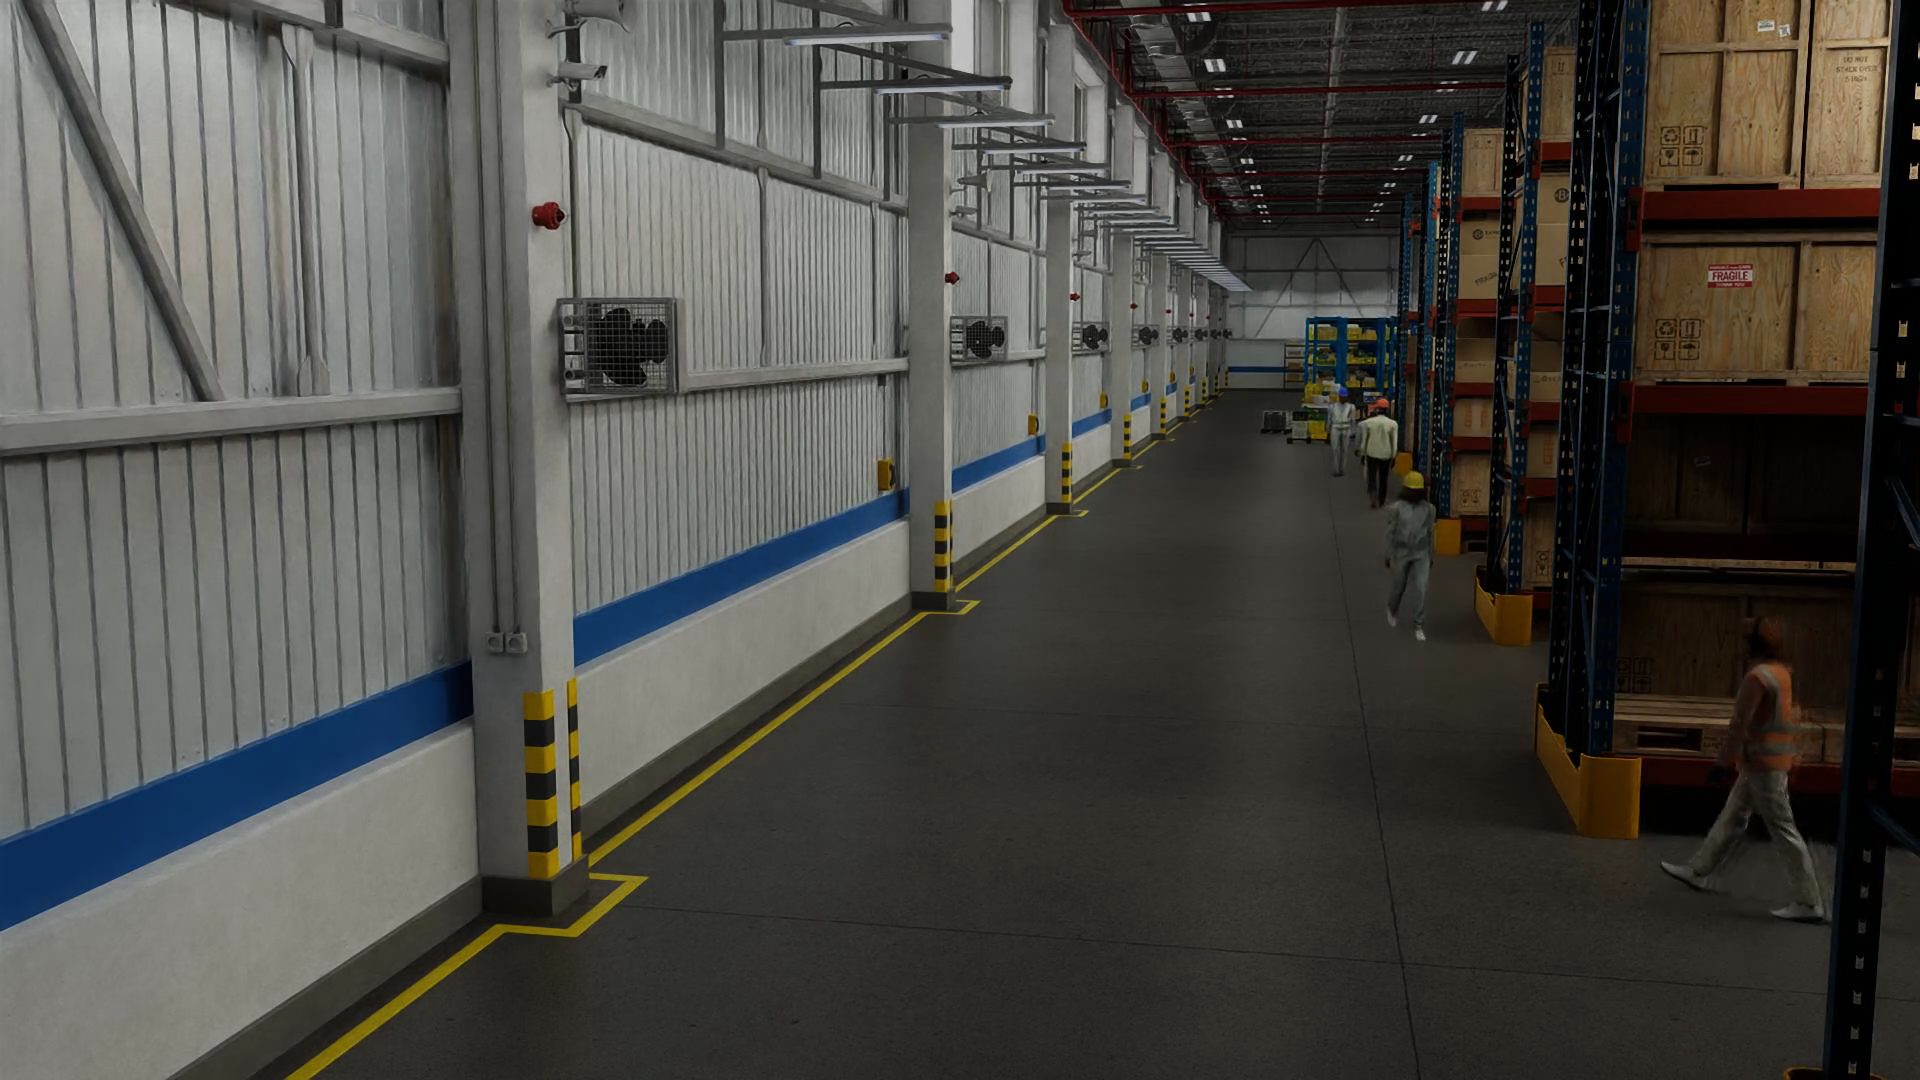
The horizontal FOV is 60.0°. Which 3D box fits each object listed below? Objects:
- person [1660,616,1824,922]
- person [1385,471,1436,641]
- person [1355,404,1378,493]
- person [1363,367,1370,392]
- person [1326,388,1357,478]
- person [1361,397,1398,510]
[{"bbox_3d":[4.232,1.202,8.890,0.875,1.591,0.530,5,9,36],"label":"person"},{"bbox_3d":[4.591,0.133,16.987,0.495,1.709,0.729,1,7,4],"label":"person"},{"bbox_3d":[7.944,-1.765,32.125,0.566,1.723,0.796,0,7,2],"label":"person"},{"bbox_3d":[15.180,-5.557,62.128,0.510,1.805,0.584,-2,7,-17],"label":"person"},{"bbox_3d":[8.151,-2.280,35.507,0.621,1.894,0.981,1,7,10],"label":"person"},{"bbox_3d":[7.278,-1.485,28.836,0.621,1.981,0.626,2,7,12],"label":"person"}]
